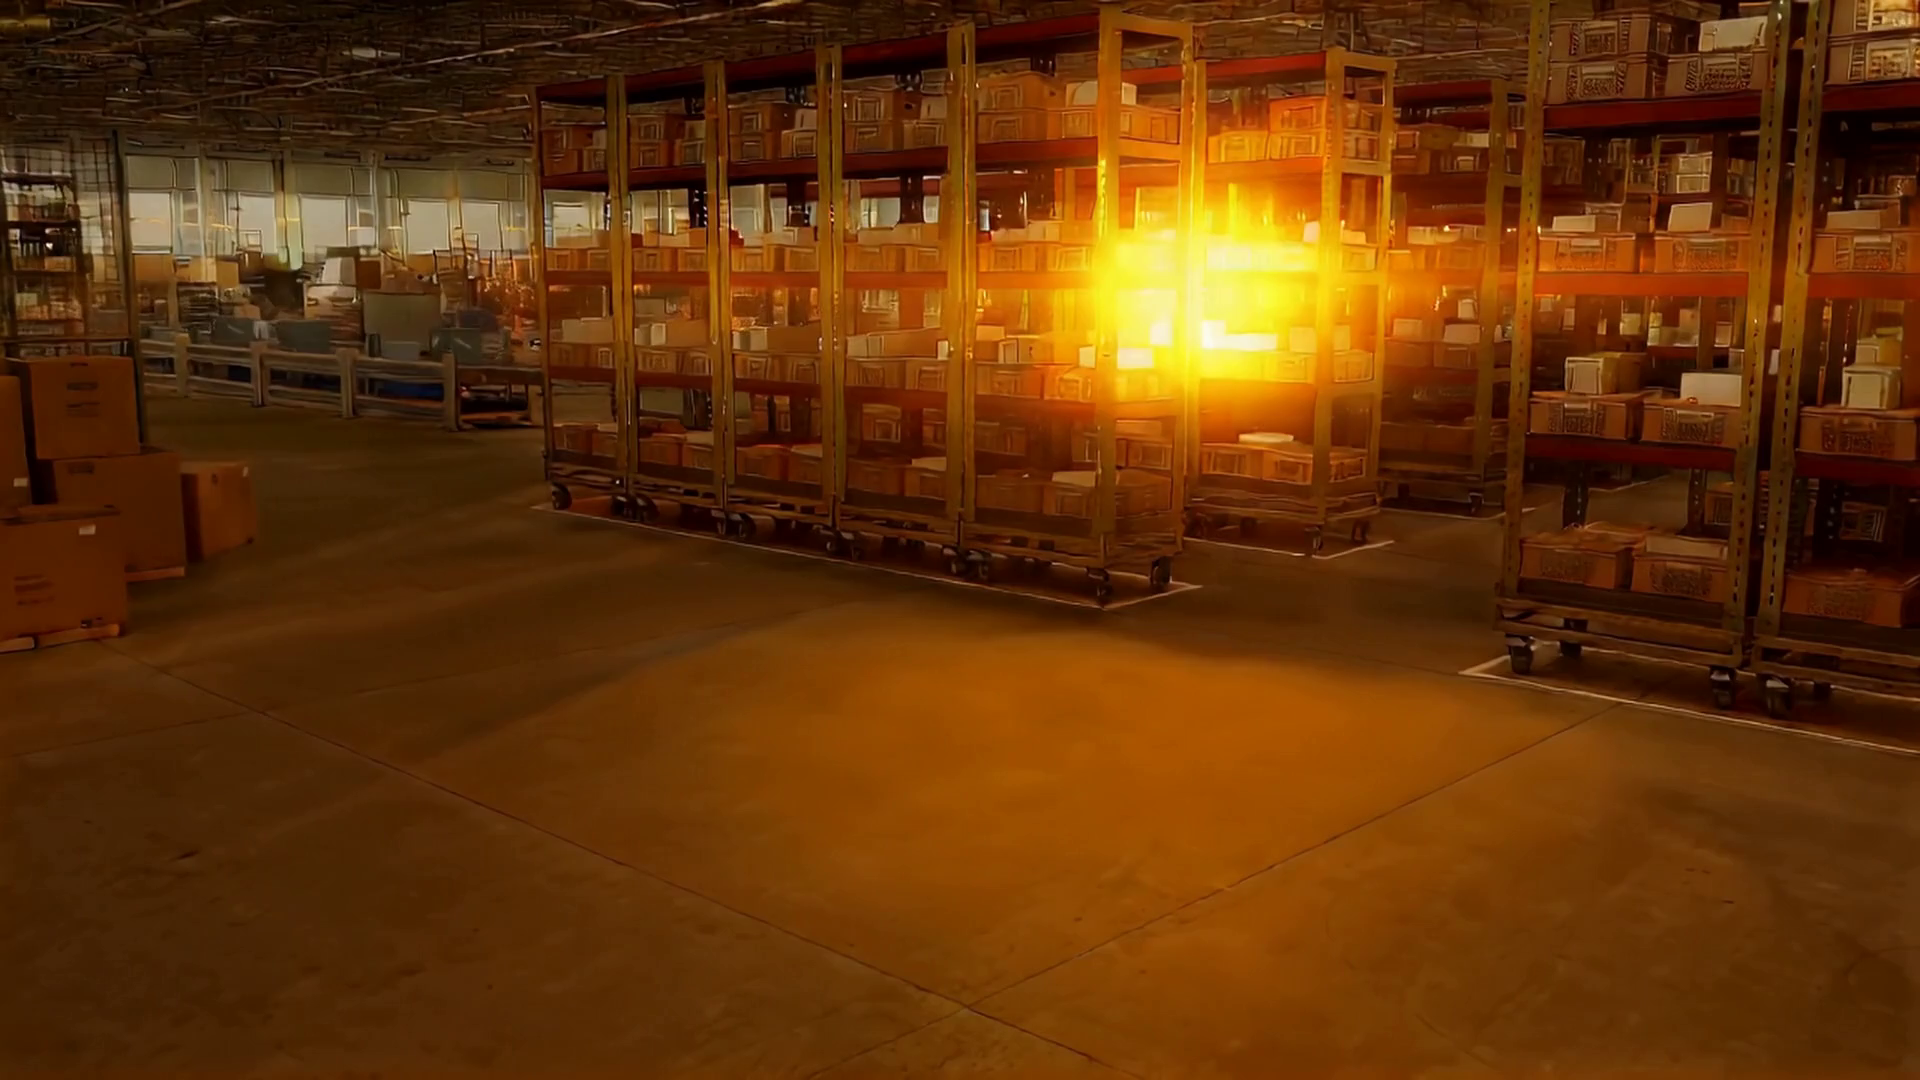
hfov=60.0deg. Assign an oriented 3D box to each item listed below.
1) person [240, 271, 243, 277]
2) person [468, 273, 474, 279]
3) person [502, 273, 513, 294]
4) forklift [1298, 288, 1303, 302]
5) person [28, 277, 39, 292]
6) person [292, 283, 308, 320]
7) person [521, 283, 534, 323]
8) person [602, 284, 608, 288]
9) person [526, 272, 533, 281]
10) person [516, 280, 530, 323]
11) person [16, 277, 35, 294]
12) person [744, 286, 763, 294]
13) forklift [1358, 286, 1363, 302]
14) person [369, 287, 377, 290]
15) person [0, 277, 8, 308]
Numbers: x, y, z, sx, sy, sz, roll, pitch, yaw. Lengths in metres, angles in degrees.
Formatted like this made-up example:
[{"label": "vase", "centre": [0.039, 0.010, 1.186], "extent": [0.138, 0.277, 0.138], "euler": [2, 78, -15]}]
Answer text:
[{"label": "person", "centre": [-37.165, -12.949, 86.215], "extent": [0.543, 1.939, 0.360], "euler": [8, 12, 42]}, {"label": "person", "centre": [-17.060, -8.297, 57.800], "extent": [0.888, 1.898, 0.551], "euler": [-9, 13, -44]}, {"label": "person", "centre": [-15.960, -8.488, 58.872], "extent": [0.937, 1.936, 0.606], "euler": [-6, 11, -32]}, {"label": "forklift", "centre": [12.038, -8.536, 56.283], "extent": [1.129, 2.768, 1.873], "euler": [8, 12, 40]}, {"label": "person", "centre": [-29.952, -7.628, 53.823], "extent": [0.535, 1.864, 0.309], "euler": [3, 10, 20]}, {"label": "person", "centre": [-23.870, -8.614, 60.260], "extent": [0.532, 1.734, 0.584], "euler": [9, 13, 43]}, {"label": "person", "centre": [-14.772, -7.964, 56.714], "extent": [0.497, 1.594, 0.850], "euler": [-9, 13, -43]}, {"label": "person", "centre": [-16.666, -11.584, 78.100], "extent": [0.591, 1.856, 0.810], "euler": [-3, 10, -18]}, {"label": "person", "centre": [-22.065, -12.805, 85.519], "extent": [0.986, 1.873, 0.622], "euler": [1, 9, 6]}, {"label": "person", "centre": [-15.273, -8.268, 58.257], "extent": [0.536, 1.696, 0.318], "euler": [0, 9, 3]}, {"label": "person", "centre": [-29.777, -7.538, 53.095], "extent": [0.385, 1.930, 0.539], "euler": [9, 13, 43]}, {"label": "person", "centre": [-8.392, -9.995, 67.793], "extent": [0.770, 2.000, 0.539], "euler": [0, 9, 2]}, {"label": "forklift", "centre": [11.100, -7.017, 46.970], "extent": [1.873, 2.768, 1.129], "euler": [9, 13, 43]}, {"label": "person", "centre": [-21.312, -8.677, 60.314], "extent": [0.668, 1.851, 0.524], "euler": [-6, 11, -32]}, {"label": "person", "centre": [-44.820, -11.522, 77.863], "extent": [0.852, 1.812, 0.623], "euler": [3, 10, 15]}]
